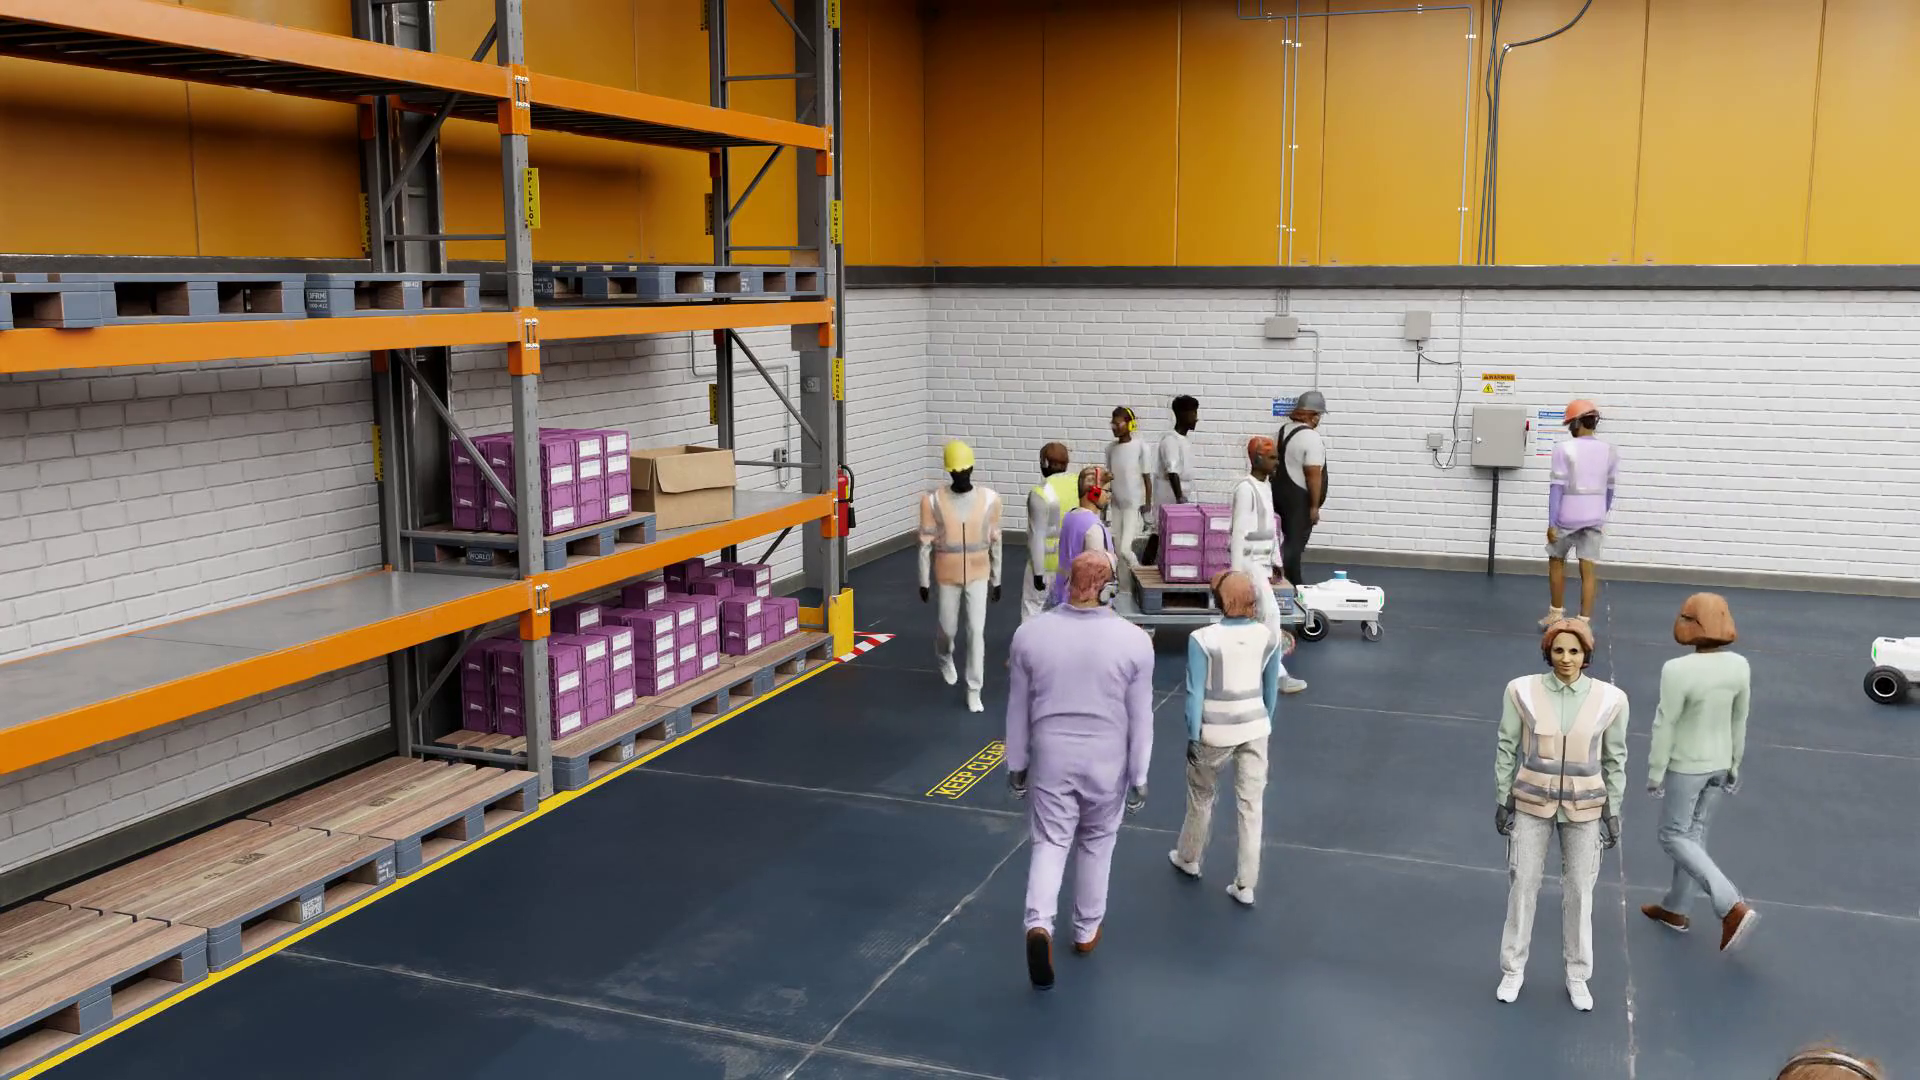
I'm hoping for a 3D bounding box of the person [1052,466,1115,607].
[{"bbox_3d":[0.796,0.449,10.530,0.390,1.838,0.564,-2,9,-15],"label":"person"}]

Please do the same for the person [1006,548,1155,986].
[{"bbox_3d":[0.508,0.971,7.179,0.649,1.870,0.804,2,9,12],"label":"person"}]

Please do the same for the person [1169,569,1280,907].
[{"bbox_3d":[1.296,0.935,8.189,0.536,1.601,0.778,-3,9,-16],"label":"person"}]

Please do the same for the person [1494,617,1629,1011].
[{"bbox_3d":[2.480,1.126,6.902,0.514,1.641,0.308,3,9,16],"label":"person"}]

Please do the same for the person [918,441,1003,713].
[{"bbox_3d":[-0.002,0.223,11.797,0.600,1.898,0.777,-1,9,-6],"label":"person"}]

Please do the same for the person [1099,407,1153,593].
[{"bbox_3d":[1.475,-0.277,15.014,0.556,1.857,0.391,9,13,43],"label":"person"}]

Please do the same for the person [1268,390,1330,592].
[{"bbox_3d":[2.974,-0.400,15.229,0.861,2.000,0.708,-4,10,-22],"label":"person"}]

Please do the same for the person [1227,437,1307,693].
[{"bbox_3d":[2.264,0.184,12.119,0.803,1.856,0.614,4,10,22],"label":"person"}]

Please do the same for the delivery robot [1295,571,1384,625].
[{"bbox_3d":[3.174,0.504,13.911,0.707,0.478,0.477,1,9,6],"label":"delivery robot"}]

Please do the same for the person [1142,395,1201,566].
[{"bbox_3d":[2.099,-0.381,15.469,0.998,1.912,0.618,5,10,28],"label":"person"}]

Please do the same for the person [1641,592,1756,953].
[{"bbox_3d":[3.367,1.042,7.510,0.509,1.610,0.629,-4,10,-24],"label":"person"}]

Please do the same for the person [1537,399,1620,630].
[{"bbox_3d":[5.167,-0.175,13.945,0.635,1.995,0.714,-1,9,-8],"label":"person"}]

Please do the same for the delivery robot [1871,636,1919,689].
[{"bbox_3d":[6.854,0.849,11.745,0.707,0.478,0.477,7,11,37],"label":"delivery robot"}]

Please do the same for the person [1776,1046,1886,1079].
[{"bbox_3d":[1.405,1.693,2.764,0.646,1.825,0.567,4,10,24],"label":"person"}]

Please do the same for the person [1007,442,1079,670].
[{"bbox_3d":[0.760,0.162,12.483,0.619,1.803,0.893,-7,12,-39],"label":"person"}]
